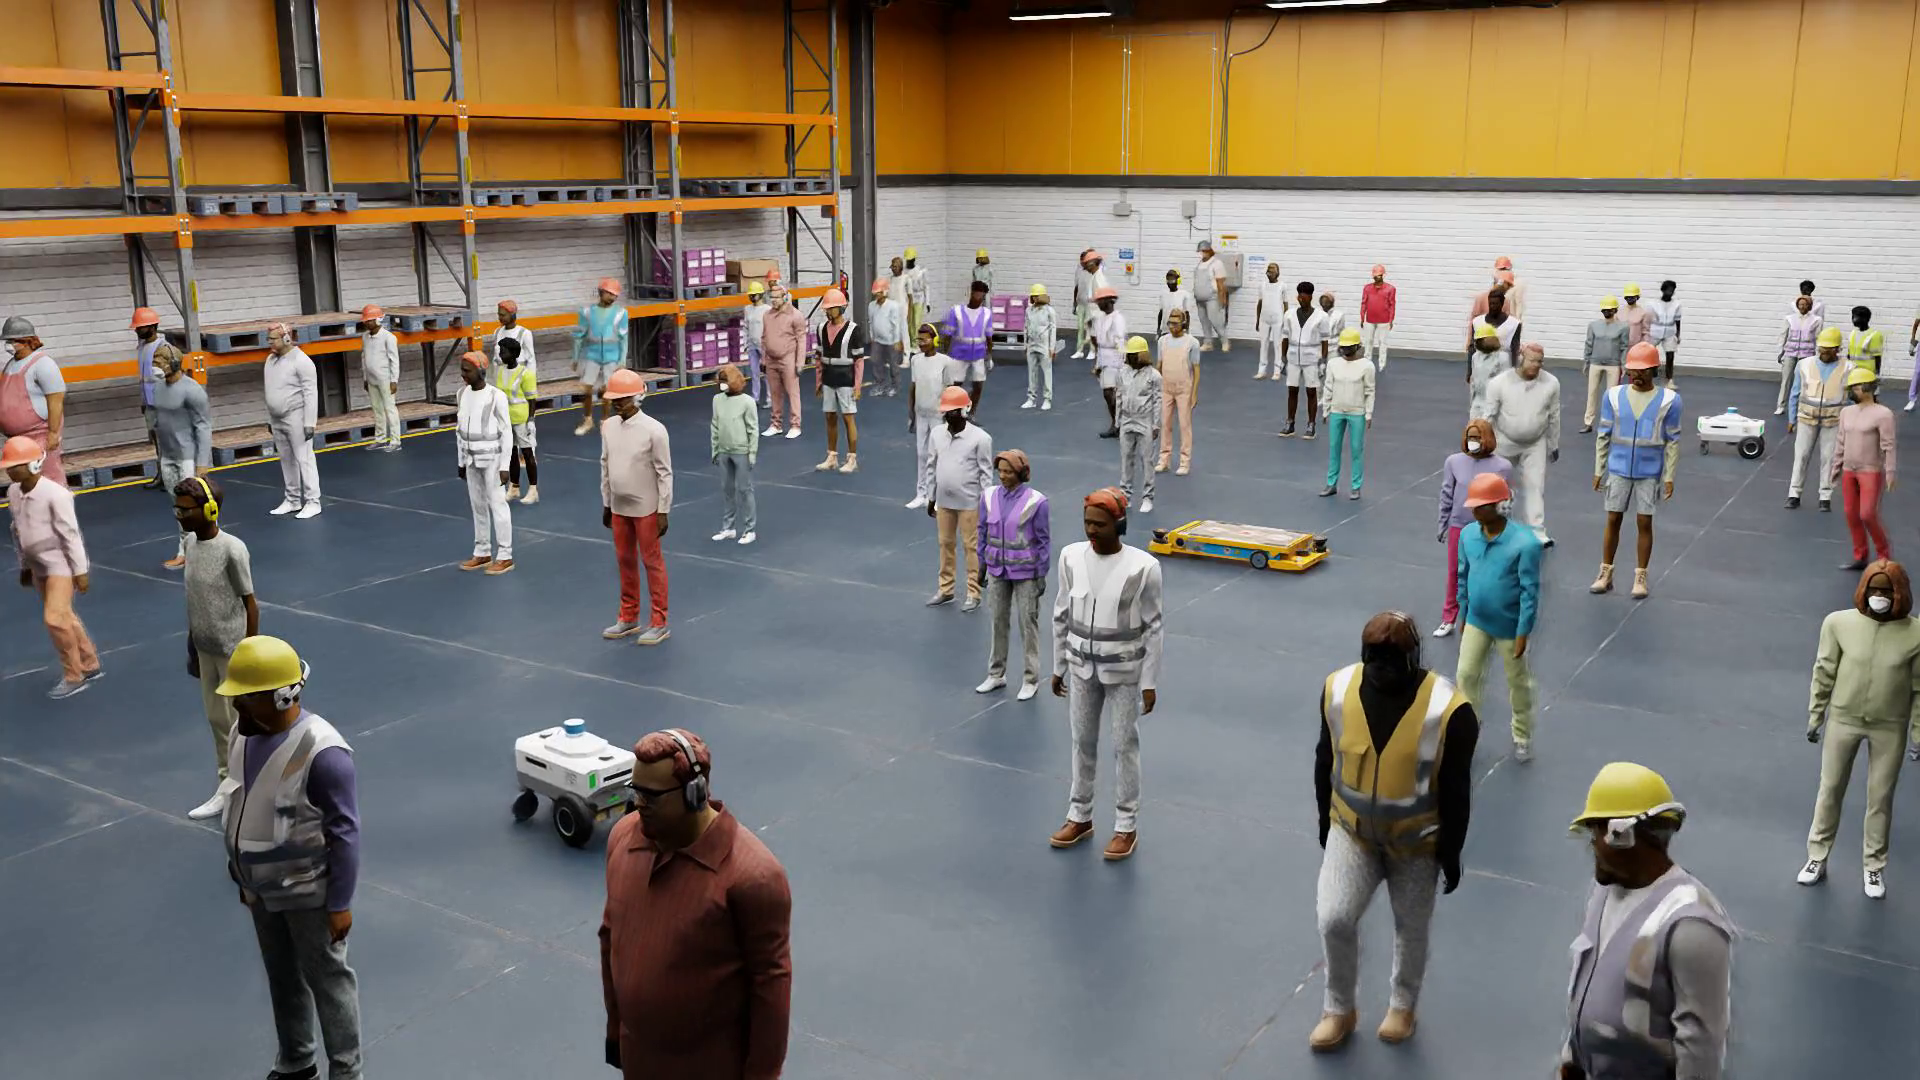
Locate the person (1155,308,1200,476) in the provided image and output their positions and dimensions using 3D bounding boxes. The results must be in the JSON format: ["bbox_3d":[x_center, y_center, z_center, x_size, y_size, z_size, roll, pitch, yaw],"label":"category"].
[{"bbox_3d":[2.377,-1.625,18.287,0.517,1.842,0.326,8,15,31],"label":"person"}]

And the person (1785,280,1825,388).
[{"bbox_3d":[12.599,-3.050,24.857,0.537,1.655,0.557,7,15,29],"label":"person"}]

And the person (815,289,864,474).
[{"bbox_3d":[-1.360,-1.744,18.367,0.615,2.041,0.391,8,15,31],"label":"person"}]

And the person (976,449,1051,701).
[{"bbox_3d":[0.340,0.220,10.736,0.523,1.636,0.310,8,15,31],"label":"person"}]

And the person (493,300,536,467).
[{"bbox_3d":[-5.047,-1.770,18.826,0.585,1.882,0.337,8,15,31],"label":"person"}]

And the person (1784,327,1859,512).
[{"bbox_3d":[8.510,-1.192,16.440,0.601,1.827,0.403,8,15,31],"label":"person"}]

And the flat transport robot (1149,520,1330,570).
[{"bbox_3d":[2.443,0.027,14.566,1.431,0.197,0.652,8,15,31],"label":"flat transport robot"}]

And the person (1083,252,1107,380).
[{"bbox_3d":[2.160,-3.532,26.270,0.397,1.992,0.721,-1,13,-5],"label":"person"}]

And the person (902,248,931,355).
[{"bbox_3d":[-0.860,-4.227,29.527,0.618,1.872,0.802,4,14,18],"label":"person"}]

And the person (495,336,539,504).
[{"bbox_3d":[-4.486,-1.205,16.784,0.540,1.697,0.317,8,15,31],"label":"person"}]

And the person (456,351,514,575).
[{"bbox_3d":[-3.998,-0.647,13.960,0.585,1.879,0.337,8,15,31],"label":"person"}]

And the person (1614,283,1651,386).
[{"bbox_3d":[9.169,-2.635,22.838,0.533,1.767,0.326,8,15,31],"label":"person"}]

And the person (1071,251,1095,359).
[{"bbox_3d":[2.184,-4.064,28.820,0.535,1.864,0.309,8,15,31],"label":"person"}]

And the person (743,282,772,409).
[{"bbox_3d":[-2.809,-2.706,23.145,0.533,1.767,0.326,8,15,31],"label":"person"}]

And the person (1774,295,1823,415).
[{"bbox_3d":[11.342,-2.489,22.484,0.523,1.638,0.310,8,15,31],"label":"person"}]

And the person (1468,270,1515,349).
[{"bbox_3d":[7.250,-2.723,22.848,0.715,1.946,0.428,-4,14,-18],"label":"person"}]

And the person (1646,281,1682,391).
[{"bbox_3d":[10.499,-3.051,24.867,0.605,1.647,0.818,1,13,2],"label":"person"}]

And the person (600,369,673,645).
[{"bbox_3d":[-2.344,-0.236,11.936,0.623,1.989,0.400,8,15,31],"label":"person"}]

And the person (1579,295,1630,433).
[{"bbox_3d":[8.123,-2.200,20.952,0.533,1.767,0.326,8,15,31],"label":"person"}]

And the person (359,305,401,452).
[{"bbox_3d":[-6.917,-1.921,19.774,0.573,1.746,0.345,8,15,31],"label":"person"}]

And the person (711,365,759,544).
[{"bbox_3d":[-2.048,-0.777,15.071,0.507,1.631,0.270,8,15,31],"label":"person"}]

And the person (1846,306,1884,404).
[{"bbox_3d":[11.192,-2.059,20.570,0.341,1.659,0.654,-3,13,-14],"label":"person"}]

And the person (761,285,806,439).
[{"bbox_3d":[-2.227,-2.217,20.724,0.652,1.904,0.402,8,15,31],"label":"person"}]

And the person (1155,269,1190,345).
[{"bbox_3d":[3.099,-3.009,24.251,0.535,1.861,0.309,8,15,31],"label":"person"}]

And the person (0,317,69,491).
[{"bbox_3d":[-8.558,-1.034,15.289,0.688,2.000,0.536,8,15,31],"label":"person"}]

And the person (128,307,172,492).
[{"bbox_3d":[-8.396,-1.459,17.367,0.552,1.932,0.377,8,15,31],"label":"person"}]

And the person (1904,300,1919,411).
[{"bbox_3d":[13.349,-2.689,22.849,0.535,1.868,0.309,8,15,31],"label":"person"}]

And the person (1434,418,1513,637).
[{"bbox_3d":[3.704,-0.071,12.006,0.507,1.632,0.267,8,15,31],"label":"person"}]

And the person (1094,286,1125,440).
[{"bbox_3d":[1.899,-2.191,20.666,0.402,1.887,0.653,-4,14,-17],"label":"person"}]

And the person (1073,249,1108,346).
[{"bbox_3d":[2.409,-4.483,30.833,0.651,1.795,0.789,4,14,18],"label":"person"}]

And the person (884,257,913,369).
[{"bbox_3d":[-1.017,-3.754,27.522,0.517,1.842,0.326,8,15,31],"label":"person"}]

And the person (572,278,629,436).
[{"bbox_3d":[-4.468,-2.262,20.750,0.726,1.991,0.425,-2,13,-8],"label":"person"}]
